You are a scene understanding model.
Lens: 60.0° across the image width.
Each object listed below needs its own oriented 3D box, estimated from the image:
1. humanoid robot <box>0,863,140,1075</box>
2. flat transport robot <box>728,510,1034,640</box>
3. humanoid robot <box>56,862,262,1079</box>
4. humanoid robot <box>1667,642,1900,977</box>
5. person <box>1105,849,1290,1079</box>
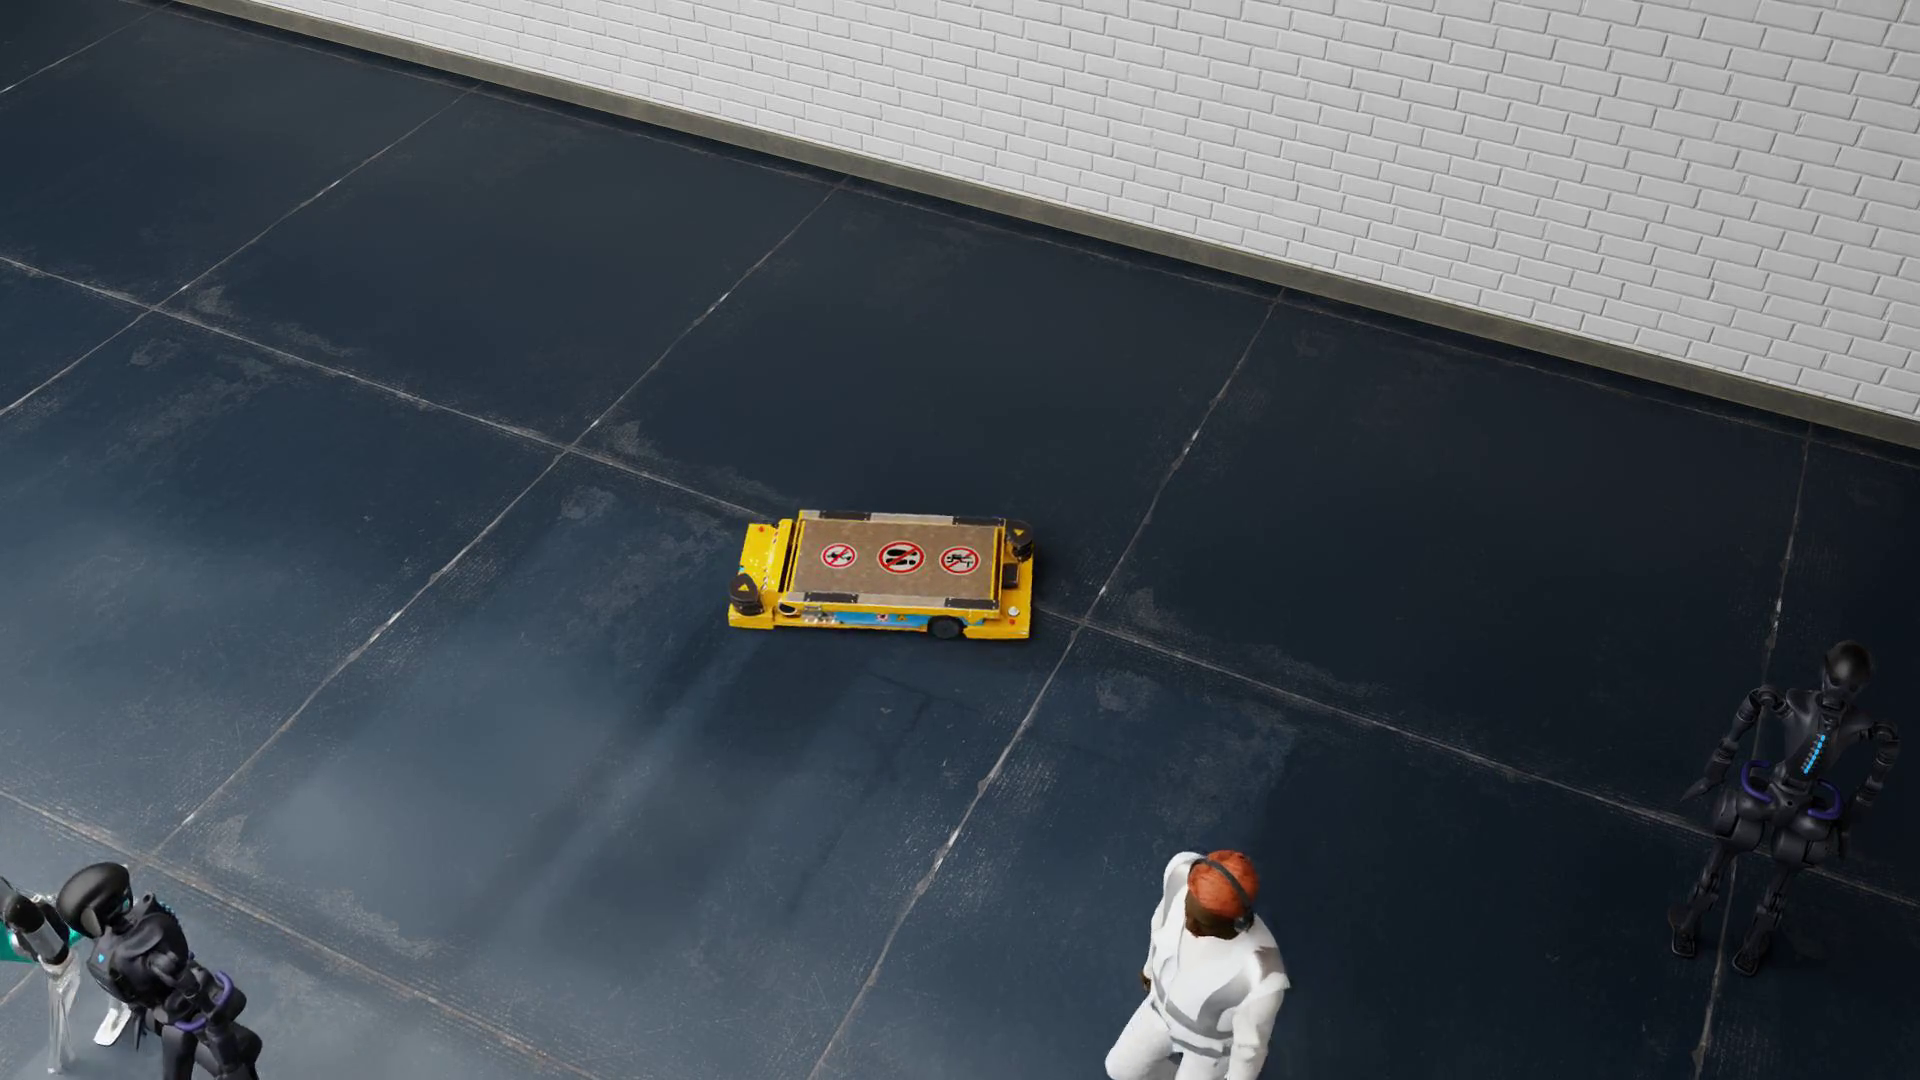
[{"bbox_3d":[-3.256,1.257,5.849,0.547,1.825,0.761,10,44,11],"label":"humanoid robot"},{"bbox_3d":[-0.367,0.166,8.076,1.431,0.231,0.659,2,43,3],"label":"flat transport robot"},{"bbox_3d":[-2.537,1.610,5.483,0.596,1.650,0.321,22,47,22],"label":"humanoid robot"},{"bbox_3d":[3.011,0.990,6.143,0.599,1.653,0.315,18,46,19],"label":"humanoid robot"},{"bbox_3d":[0.738,1.579,5.374,0.427,1.867,0.597,-19,46,-19],"label":"person"}]
